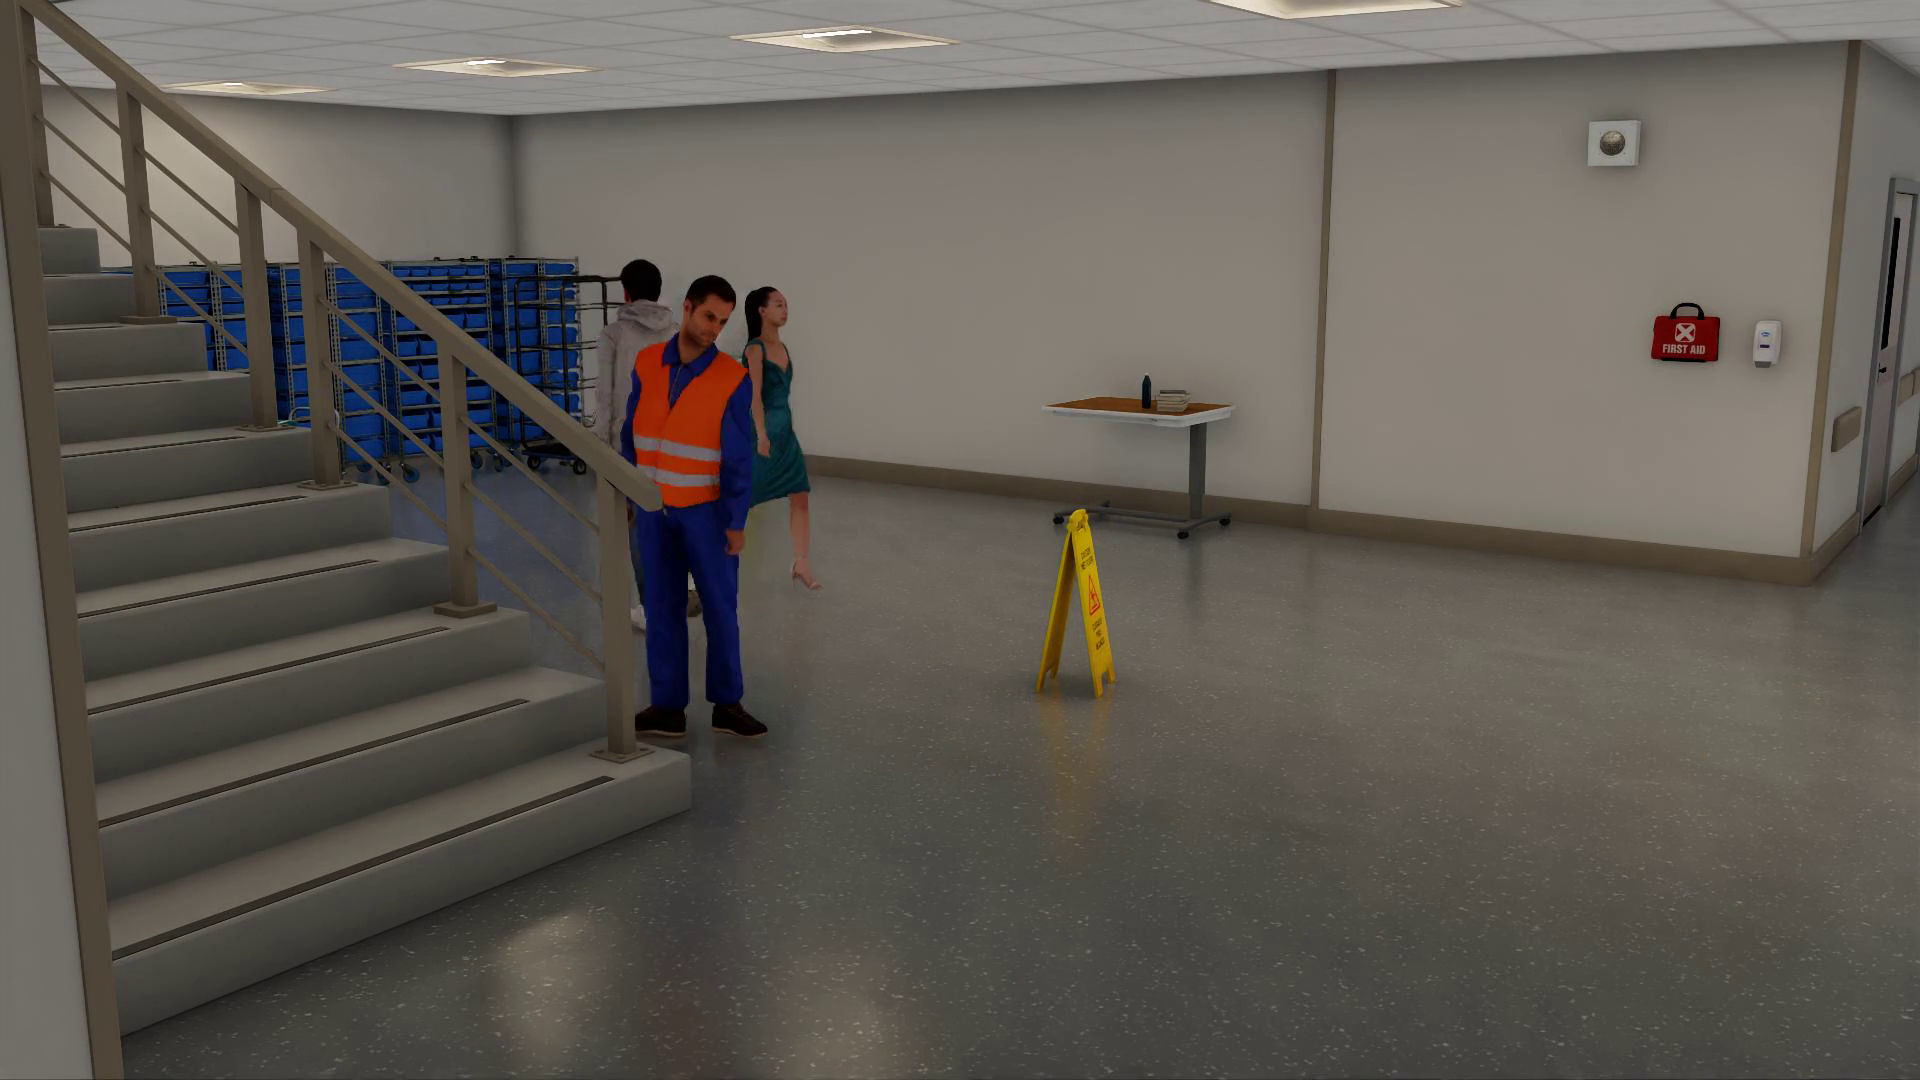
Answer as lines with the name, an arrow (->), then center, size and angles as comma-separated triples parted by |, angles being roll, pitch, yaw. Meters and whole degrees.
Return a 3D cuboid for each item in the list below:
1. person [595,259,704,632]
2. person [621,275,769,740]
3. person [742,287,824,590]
person -> -1.495, -0.437, 8.166 | 0.807, 1.841, 0.902 | -8, 13, -36
person -> -1.114, -0.111, 6.470 | 0.684, 1.831, 0.937 | 7, 13, 31
person -> -1.129, -0.524, 9.135 | 1.047, 1.650, 0.593 | 6, 12, 30
